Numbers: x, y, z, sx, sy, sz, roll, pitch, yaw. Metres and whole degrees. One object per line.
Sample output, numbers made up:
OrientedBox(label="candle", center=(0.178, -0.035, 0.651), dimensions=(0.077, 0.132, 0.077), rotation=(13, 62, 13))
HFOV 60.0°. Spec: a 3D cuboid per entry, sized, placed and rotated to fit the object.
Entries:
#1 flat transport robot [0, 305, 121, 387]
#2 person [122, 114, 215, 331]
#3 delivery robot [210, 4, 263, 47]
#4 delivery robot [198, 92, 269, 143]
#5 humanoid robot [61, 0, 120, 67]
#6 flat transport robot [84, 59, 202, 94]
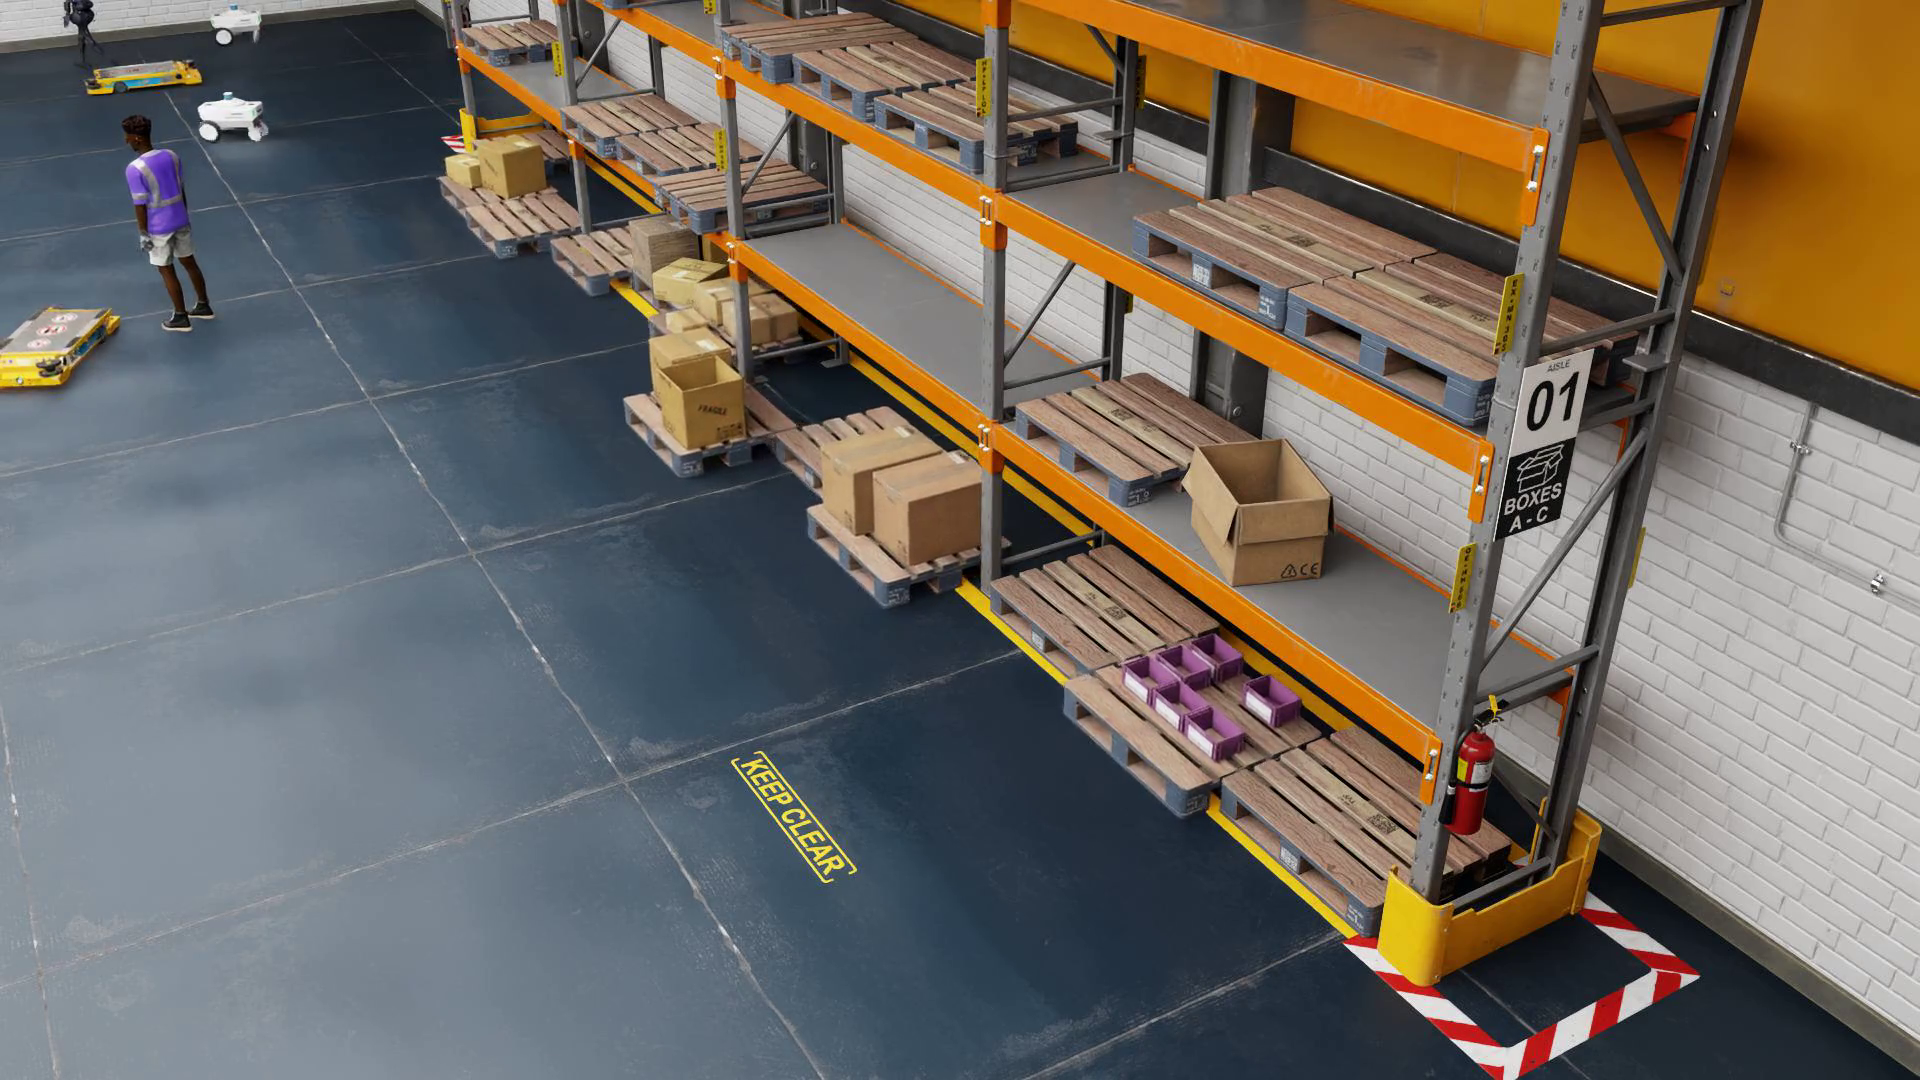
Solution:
OrientedBox(label="flat transport robot", center=(-8.005, -1.718, 14.664), dimensions=(0.659, 0.231, 1.431), rotation=(-2, 30, -4))
OrientedBox(label="person", center=(-7.152, -2.848, 14.950), dimensions=(0.376, 1.956, 0.607), rotation=(9, 31, 15))
OrientedBox(label="delivery robot", center=(-10.911, -7.763, 25.043), dimensions=(0.761, 0.590, 0.499), rotation=(-12, 32, -21))
OrientedBox(label="delivery robot", center=(-9.023, -5.220, 20.576), dimensions=(0.807, 0.613, 0.499), rotation=(-1, 30, -1))
OrientedBox(label="humanoid robot", center=(-12.370, -7.471, 23.455), dimensions=(0.767, 1.650, 0.600), rotation=(1, 30, 2))
OrientedBox(label="flat transport robot", center=(-11.241, -6.360, 22.860), dimensions=(1.431, 0.231, 0.659), rotation=(-15, 33, -25))
